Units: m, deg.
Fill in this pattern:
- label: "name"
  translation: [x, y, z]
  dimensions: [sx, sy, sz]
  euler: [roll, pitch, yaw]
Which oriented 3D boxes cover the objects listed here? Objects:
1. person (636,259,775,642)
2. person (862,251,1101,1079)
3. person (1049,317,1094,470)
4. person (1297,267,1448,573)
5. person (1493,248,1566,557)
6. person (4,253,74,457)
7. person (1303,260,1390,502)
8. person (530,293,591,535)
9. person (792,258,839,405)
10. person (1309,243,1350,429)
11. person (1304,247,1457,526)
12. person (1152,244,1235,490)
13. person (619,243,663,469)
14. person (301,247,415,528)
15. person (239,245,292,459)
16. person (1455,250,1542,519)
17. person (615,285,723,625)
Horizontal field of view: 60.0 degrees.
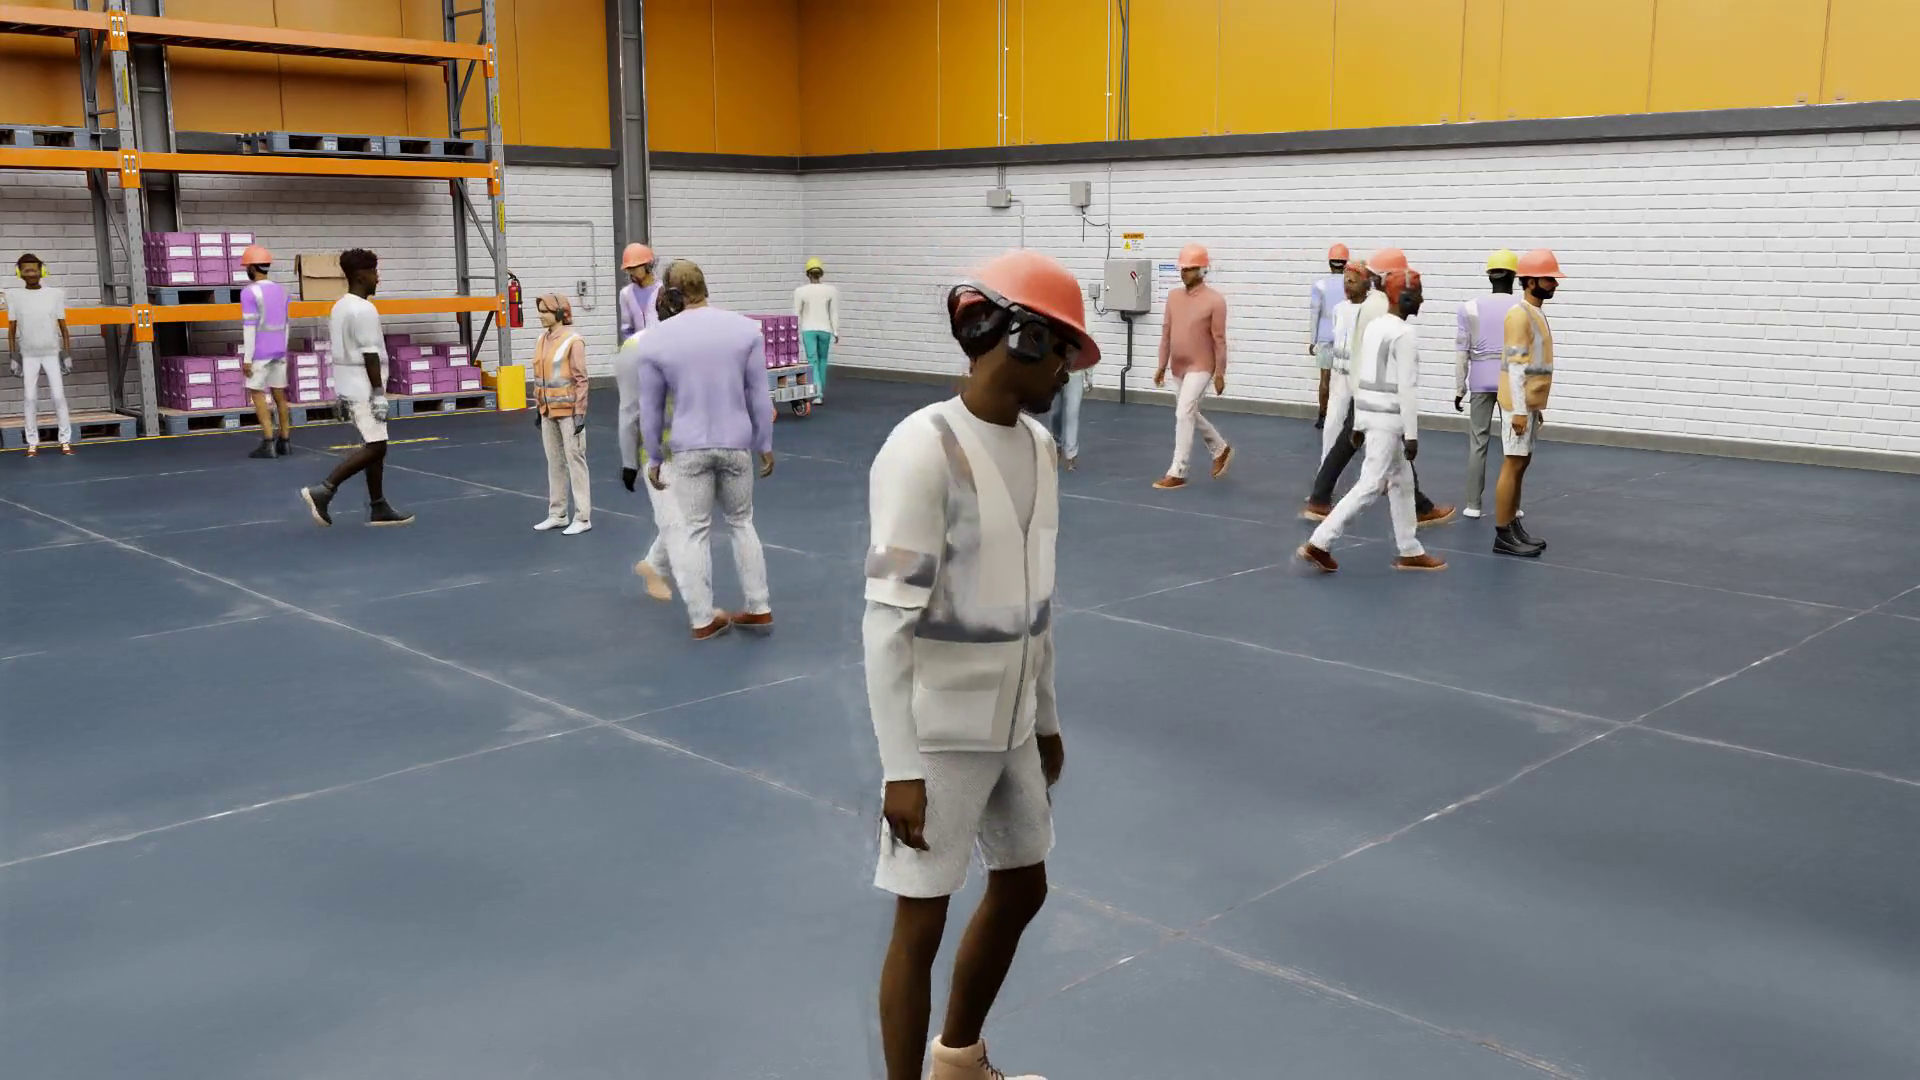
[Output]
- label: "person"
  translation: [-1.258, -0.427, 8.284]
  dimensions: [0.666, 1.921, 0.443]
  euler: [-3, 11, -18]
- label: "person"
  translation: [-0.022, 0.408, 3.500]
  dimensions: [0.353, 1.996, 0.789]
  euler: [9, 13, 39]
- label: "person"
  translation: [0.918, -1.451, 14.661]
  dimensions: [0.512, 1.602, 0.815]
  euler: [1, 10, 3]
- label: "person"
  translation: [2.468, -0.692, 9.885]
  dimensions: [0.933, 1.847, 0.605]
  euler: [-2, 11, -9]
- label: "person"
  translation: [3.610, -0.870, 10.568]
  dimensions: [0.362, 1.939, 0.542]
  euler: [6, 12, 28]
- label: "person"
  translation: [-8.426, -1.685, 15.242]
  dimensions: [0.529, 1.860, 0.331]
  euler: [-5, 11, -25]
- label: "person"
  translation: [3.093, -1.212, 12.726]
  dimensions: [0.951, 1.848, 0.582]
  euler: [-7, 13, -34]
- label: "person"
  translation: [-2.711, -0.853, 11.292]
  dimensions: [0.523, 1.638, 0.310]
  euler: [9, 14, 40]
- label: "person"
  translation: [-1.771, -2.511, 20.040]
  dimensions: [0.547, 1.733, 0.800]
  euler: [-4, 11, -20]
- label: "person"
  translation: [3.921, -2.117, 17.366]
  dimensions: [0.545, 1.939, 0.373]
  euler: [2, 11, 10]
- label: "person"
  translation: [2.919, -1.050, 11.565]
  dimensions: [1.053, 1.941, 0.639]
  euler: [1, 10, 4]
- label: "person"
  translation: [1.933, -1.409, 13.457]
  dimensions: [0.945, 1.966, 0.610]
  euler: [-7, 13, -34]
- label: "person"
  translation: [-2.644, -1.616, 14.604]
  dimensions: [0.646, 1.960, 1.091]
  euler: [5, 12, 27]
- label: "person"
  translation: [-4.154, -1.022, 11.374]
  dimensions: [0.705, 1.947, 0.623]
  euler: [-7, 13, -35]
- label: "person"
  translation: [-6.341, -1.712, 15.164]
  dimensions: [0.368, 1.935, 0.556]
  euler: [4, 11, 20]
- label: "person"
  translation: [3.820, -1.094, 11.841]
  dimensions: [0.584, 1.919, 0.381]
  euler: [4, 11, 19]
- label: "person"
  translation: [-1.525, -0.465, 8.778]
  dimensions: [0.648, 1.809, 0.936]
  euler: [-9, 14, -42]
